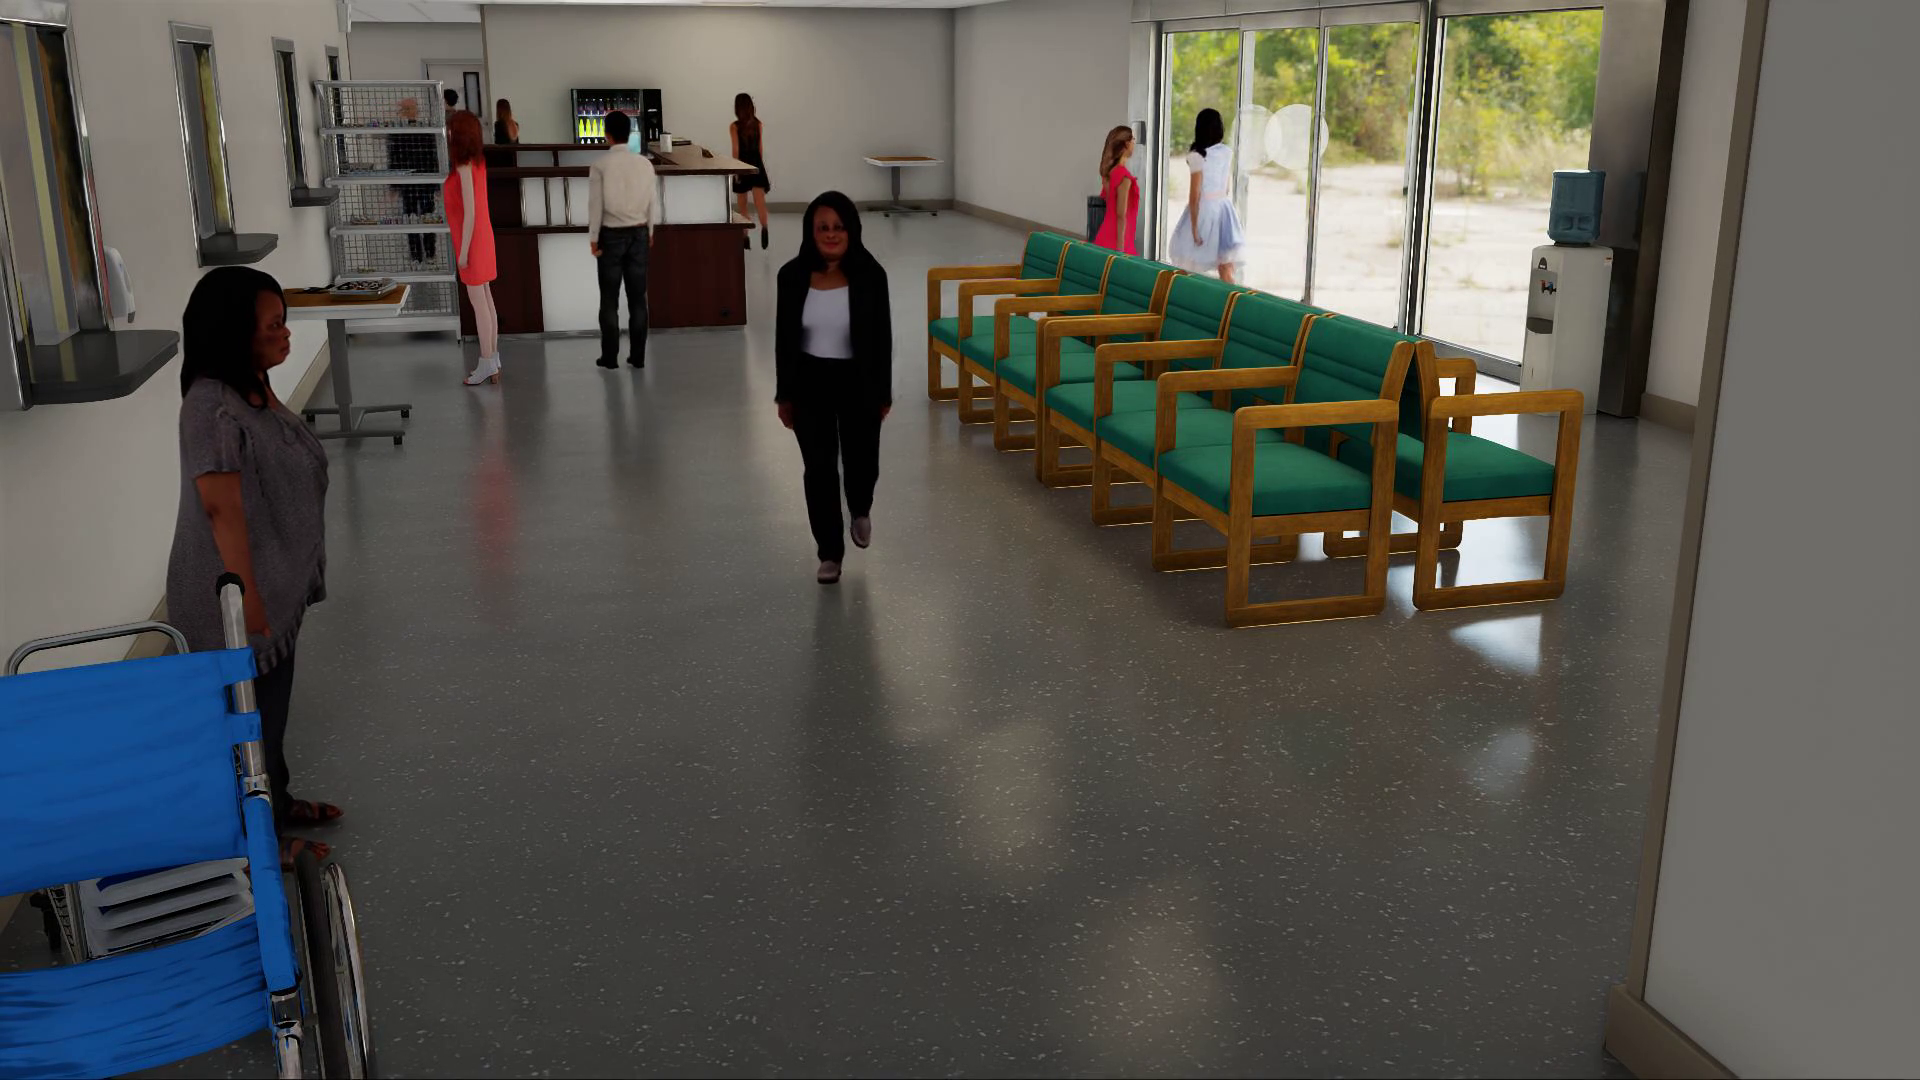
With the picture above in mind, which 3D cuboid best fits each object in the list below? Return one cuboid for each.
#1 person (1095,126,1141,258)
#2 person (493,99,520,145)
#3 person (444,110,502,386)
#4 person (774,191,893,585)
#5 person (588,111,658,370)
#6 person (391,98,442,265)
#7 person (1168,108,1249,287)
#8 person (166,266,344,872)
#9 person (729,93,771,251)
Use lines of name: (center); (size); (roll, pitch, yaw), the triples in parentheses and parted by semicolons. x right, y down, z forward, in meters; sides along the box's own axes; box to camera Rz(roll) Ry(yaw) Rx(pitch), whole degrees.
person: (1.013, -2.047, 11.755); (0.734, 1.707, 0.647); (-2, 16, -6)
person: (-6.210, -5.232, 23.065); (0.813, 1.699, 0.751); (9, 18, 29)
person: (-3.301, -1.987, 11.318); (0.556, 1.828, 0.619); (-1, 16, -5)
person: (-0.523, -0.633, 6.928); (0.807, 1.604, 0.800); (-1, 16, -2)
person: (-2.362, -2.120, 11.829); (0.637, 1.807, 0.799); (-8, 18, -27)
person: (-5.925, -3.869, 18.111); (1.087, 1.764, 0.789); (-3, 16, -11)
person: (1.925, -2.268, 12.447); (1.177, 1.755, 0.821); (-7, 17, -22)
person: (-1.898, 0.080, 4.398); (0.652, 1.604, 0.640); (-5, 17, -18)
person: (-2.369, -4.143, 19.033); (1.143, 1.791, 0.771); (-6, 17, -21)
